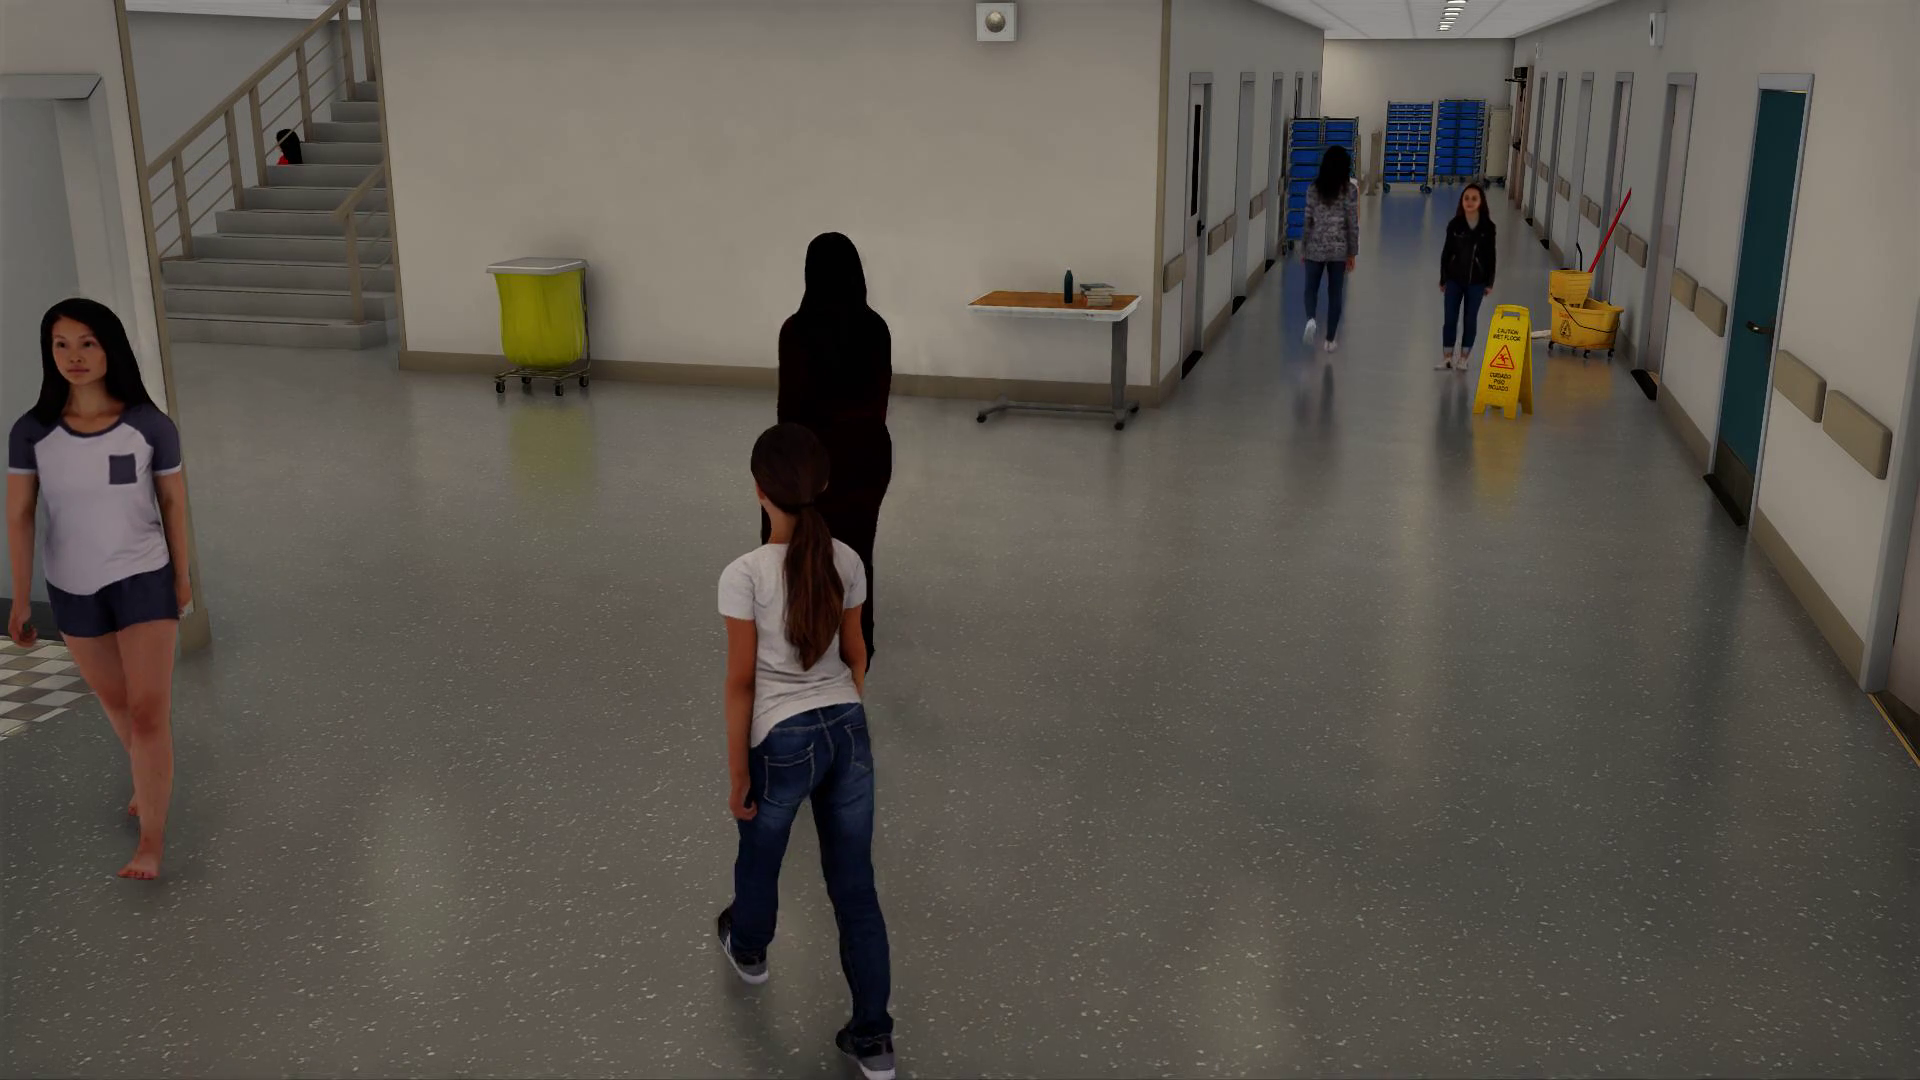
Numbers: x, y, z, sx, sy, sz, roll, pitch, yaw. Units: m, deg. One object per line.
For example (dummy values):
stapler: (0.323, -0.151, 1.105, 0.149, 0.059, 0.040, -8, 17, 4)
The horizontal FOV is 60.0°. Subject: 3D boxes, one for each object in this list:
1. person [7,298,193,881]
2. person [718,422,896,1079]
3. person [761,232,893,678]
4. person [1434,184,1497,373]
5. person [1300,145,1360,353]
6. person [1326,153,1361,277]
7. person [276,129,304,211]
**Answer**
person: (-2.533, 0.134, 5.005, 0.980, 1.657, 1.202, -4, 16, -13)
person: (-0.331, 0.521, 3.883, 1.005, 1.519, 1.097, -8, 18, -26)
person: (-0.416, -0.245, 6.176, 0.805, 1.749, 0.887, -14, 21, -41)
person: (4.012, -2.064, 13.141, 0.643, 1.472, 0.747, 7, 17, 23)
person: (3.061, -2.412, 13.918, 0.670, 1.720, 0.816, 6, 17, 19)
person: (3.805, -3.090, 16.697, 0.598, 1.517, 1.035, 5, 17, 18)
person: (-6.908, -3.384, 17.315, 0.695, 1.748, 0.568, 2, 16, 8)
